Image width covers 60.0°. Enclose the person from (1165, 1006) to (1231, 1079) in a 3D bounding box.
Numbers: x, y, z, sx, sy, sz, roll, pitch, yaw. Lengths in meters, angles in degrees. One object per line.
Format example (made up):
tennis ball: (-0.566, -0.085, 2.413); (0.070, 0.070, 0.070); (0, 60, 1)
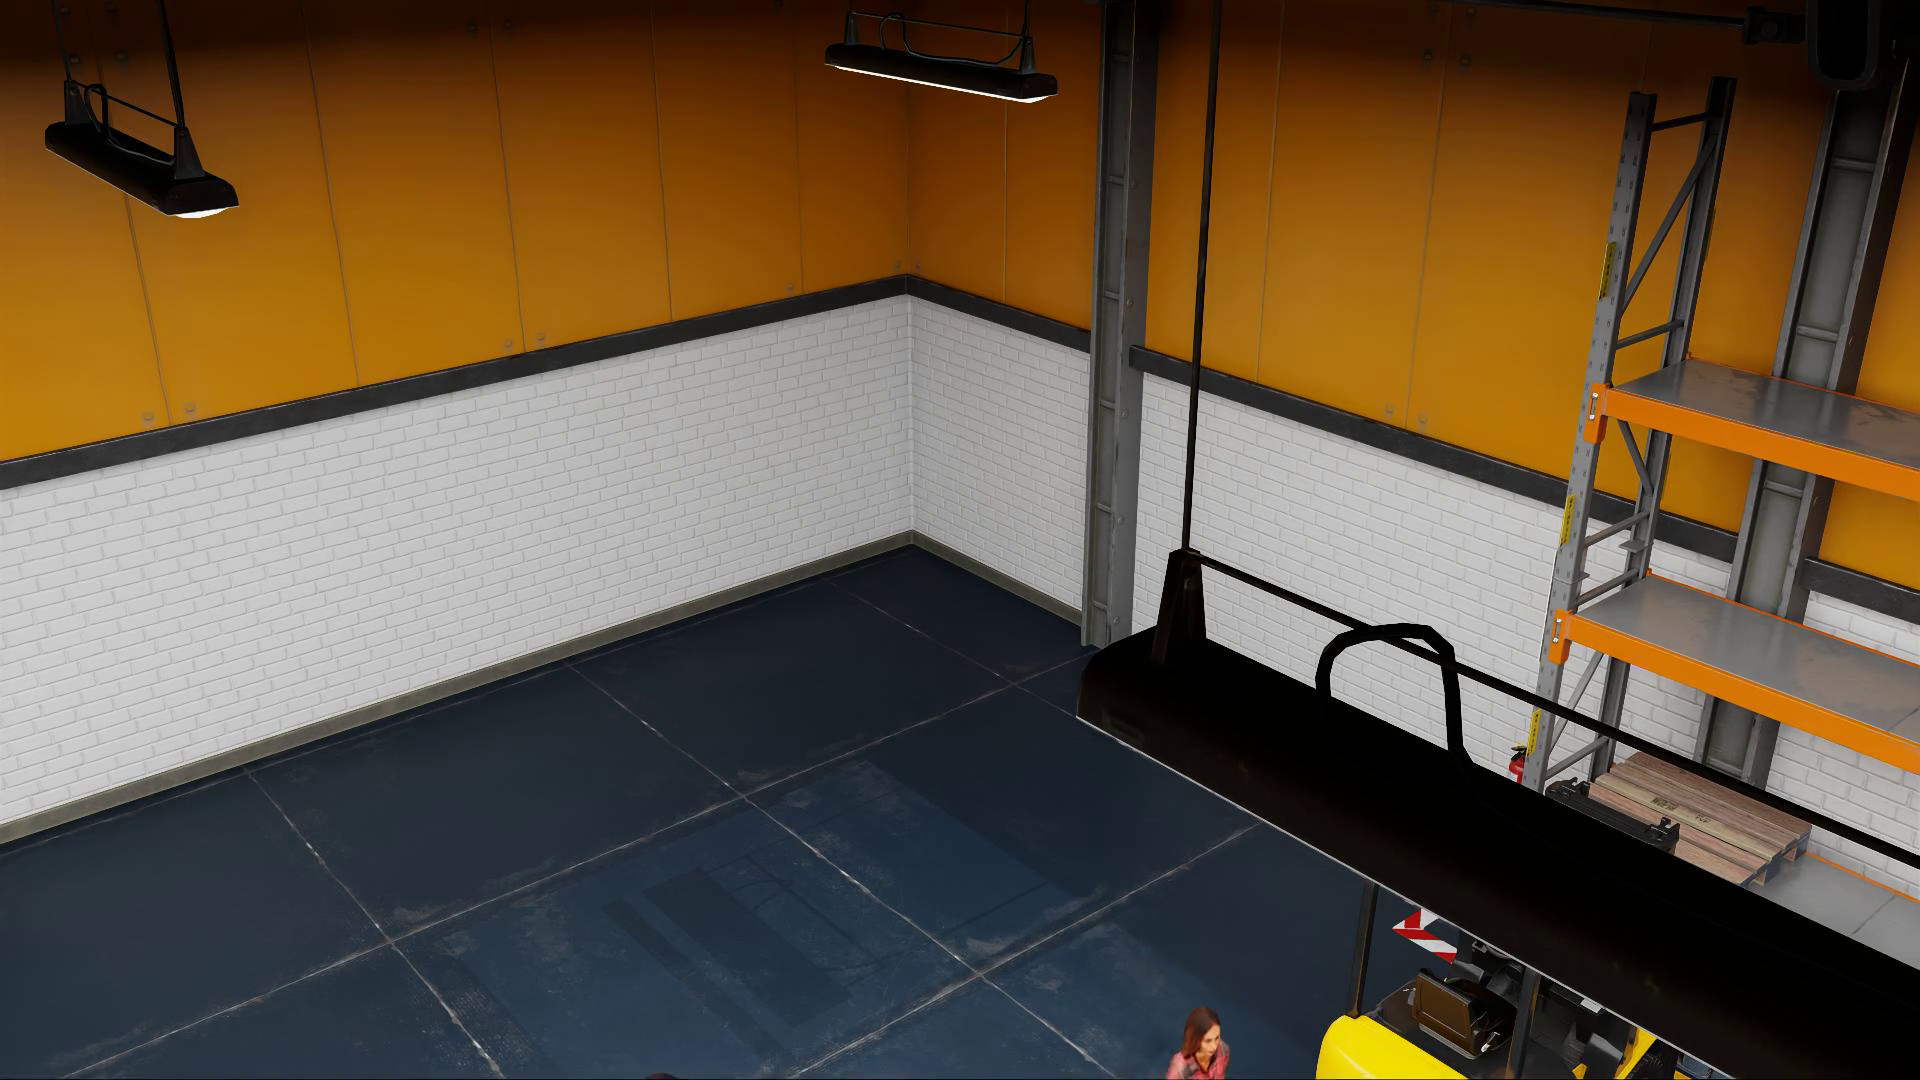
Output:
person: (1.206, 3.199, 9.153); (0.736, 1.655, 1.086); (-15, 28, -30)
